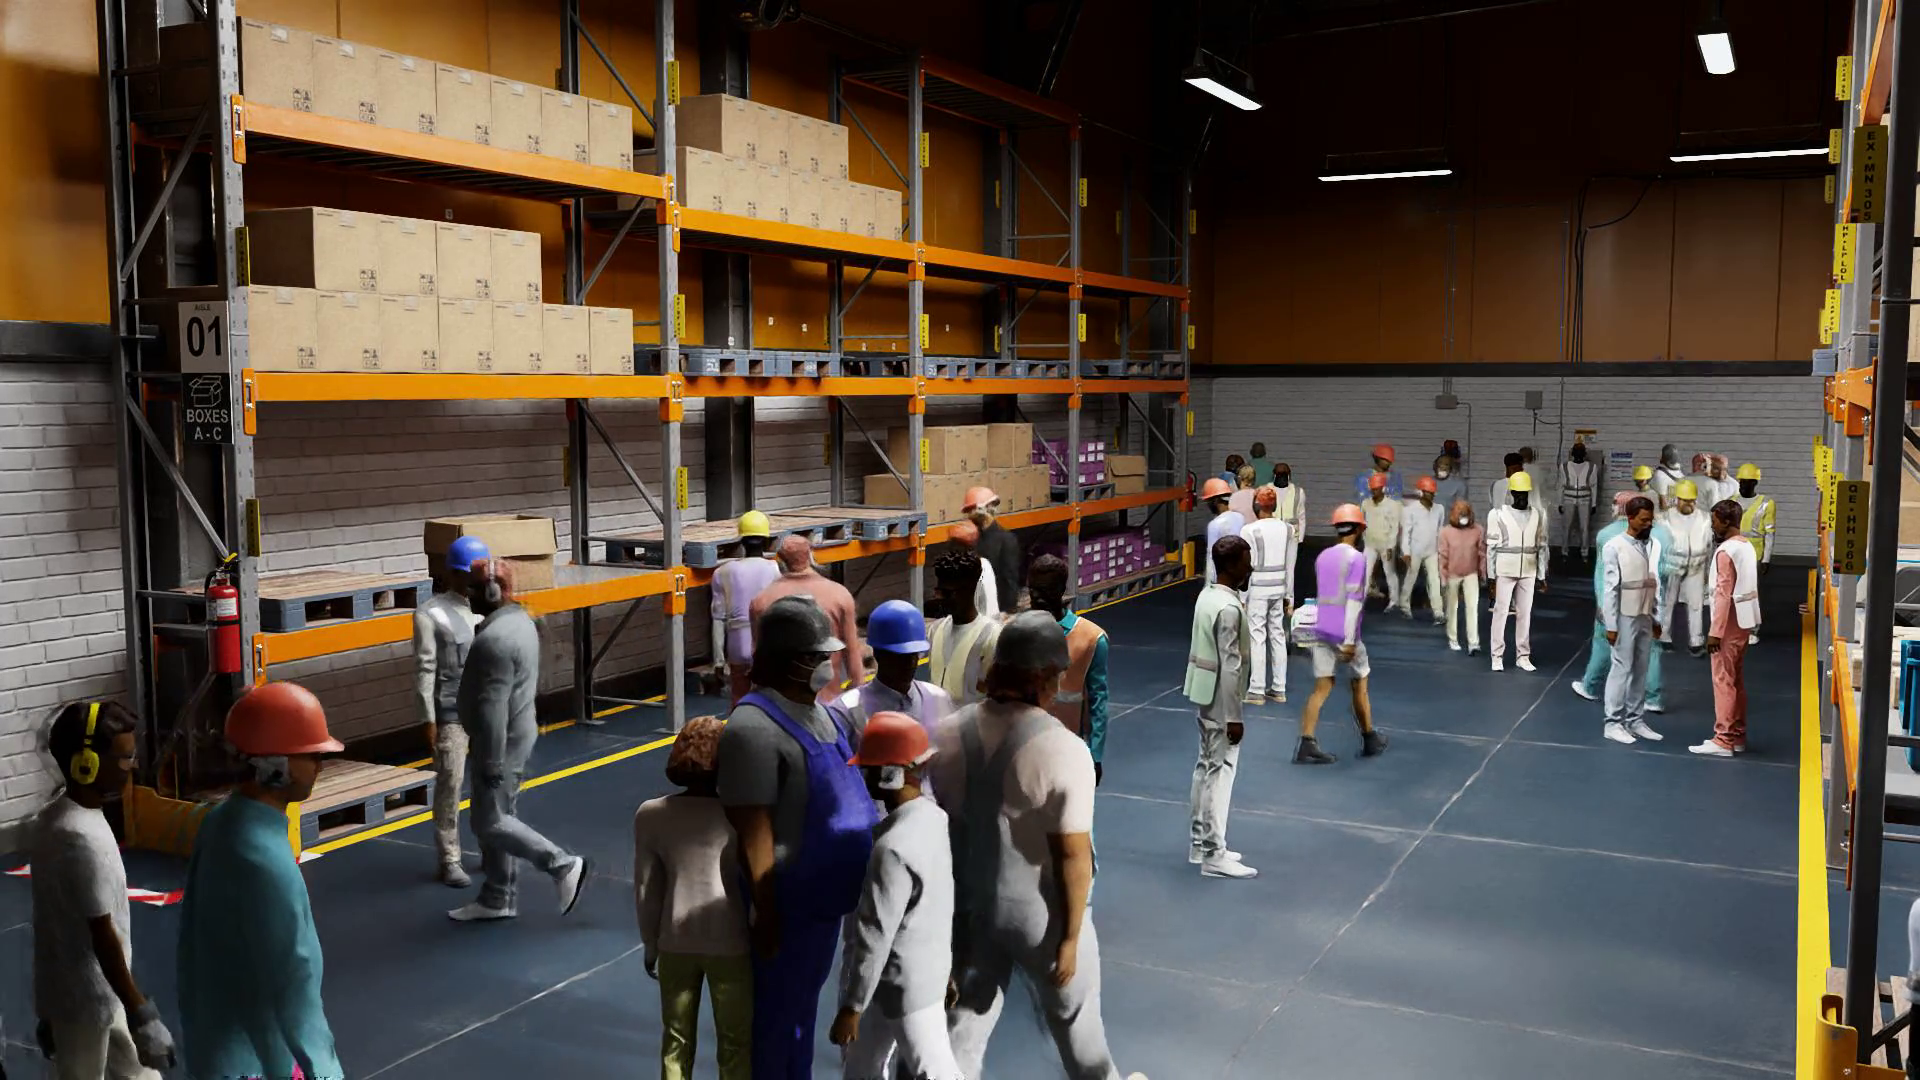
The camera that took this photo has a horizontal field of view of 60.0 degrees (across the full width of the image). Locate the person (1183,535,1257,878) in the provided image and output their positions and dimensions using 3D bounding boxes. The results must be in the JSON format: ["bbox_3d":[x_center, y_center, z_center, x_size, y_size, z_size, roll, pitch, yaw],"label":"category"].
[{"bbox_3d":[1.461,0.924,9.386,0.371,1.916,0.597,0,5,-5],"label":"person"}]

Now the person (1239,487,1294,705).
[{"bbox_3d":[2.628,0.478,14.365,0.585,1.882,0.340,-3,6,-31],"label":"person"}]

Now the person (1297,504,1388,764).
[{"bbox_3d":[2.817,0.682,12.194,0.933,1.875,0.563,-3,6,-27],"label":"person"}]

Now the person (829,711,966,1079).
[{"bbox_3d":[-0.166,1.405,5.392,0.902,1.712,0.563,1,5,7],"label":"person"}]

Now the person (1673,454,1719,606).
[{"bbox_3d":[9.229,-0.126,20.777,0.401,1.904,0.641,-3,6,-27],"label":"person"}]

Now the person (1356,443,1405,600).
[{"bbox_3d":[5.401,-0.229,21.256,0.605,2.019,0.533,-2,6,-21],"label":"person"}]

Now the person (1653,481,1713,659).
[{"bbox_3d":[7.314,0.299,16.785,0.610,1.785,0.915,1,5,7],"label":"person"}]

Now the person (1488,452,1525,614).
[{"bbox_3d":[6.611,-0.083,20.023,0.373,1.957,0.606,-2,6,-18],"label":"person"}]

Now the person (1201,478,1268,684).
[{"bbox_3d":[2.460,0.399,15.083,0.561,1.909,0.695,5,7,44],"label":"person"}]

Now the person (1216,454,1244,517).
[{"bbox_3d":[3.637,-0.223,22.165,0.429,1.839,0.623,-1,5,-14],"label":"person"}]

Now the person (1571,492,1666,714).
[{"bbox_3d":[5.666,0.518,14.209,0.690,1.841,0.997,-1,5,-10],"label":"person"}]

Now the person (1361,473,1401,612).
[{"bbox_3d":[5.010,0.051,19.953,0.905,1.693,0.569,-5,7,-43],"label":"person"}]

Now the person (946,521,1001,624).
[{"bbox_3d":[0.088,0.779,11.345,0.424,1.846,0.612,2,6,20],"label":"person"}]

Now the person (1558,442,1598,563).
[{"bbox_3d":[9.561,-0.574,25.761,0.574,1.876,0.355,2,6,20],"label":"person"}]

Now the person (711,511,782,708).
[{"bbox_3d":[-1.375,0.754,11.286,0.588,1.894,0.892,0,5,0],"label":"person"}]

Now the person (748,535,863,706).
[{"bbox_3d":[-0.916,0.912,9.822,0.682,1.868,0.740,0,5,-2],"label":"person"}]

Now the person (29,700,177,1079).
[{"bbox_3d":[-2.625,1.387,4.902,0.885,1.839,0.515,-3,6,-30],"label":"person"}]

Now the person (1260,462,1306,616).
[{"bbox_3d":[3.808,-0.007,19.818,0.627,1.844,0.429,0,5,4],"label":"person"}]

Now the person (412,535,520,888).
[{"bbox_3d":[-2.716,0.936,9.188,0.421,1.935,0.612,5,7,41],"label":"person"}]

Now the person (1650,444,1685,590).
[{"bbox_3d":[9.605,-0.346,22.398,0.535,2.000,0.845,5,7,41],"label":"person"}]

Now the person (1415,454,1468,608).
[{"bbox_3d":[5.864,-0.097,20.393,0.677,1.911,0.487,4,6,34],"label":"person"}]

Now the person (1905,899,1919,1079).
[{"bbox_3d":[2.828,1.487,4.503,0.529,1.697,0.321,1,5,14],"label":"person"}]

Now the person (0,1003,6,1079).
[{"bbox_3d":[-2.997,1.402,4.490,0.796,1.877,0.621,3,6,31],"label":"person"}]

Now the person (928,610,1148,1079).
[{"bbox_3d":[0.257,1.198,5.781,0.686,2.000,1.002,4,7,36],"label":"person"}]

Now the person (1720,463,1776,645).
[{"bbox_3d":[8.343,0.148,17.670,0.357,1.930,0.585,-4,7,-36],"label":"person"}]

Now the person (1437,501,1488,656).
[{"bbox_3d":[5.132,0.387,16.976,0.529,1.578,0.906,1,5,8],"label":"person"}]

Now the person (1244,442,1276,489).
[{"bbox_3d":[4.419,-0.515,24.880,0.668,1.908,0.648,0,5,3],"label":"person"}]

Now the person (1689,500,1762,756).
[{"bbox_3d":[5.741,0.652,12.404,0.414,1.906,0.597,4,7,38],"label":"person"}]

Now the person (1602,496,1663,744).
[{"bbox_3d":[5.185,0.608,12.853,0.599,1.909,0.401,-3,6,-31],"label":"person"}]

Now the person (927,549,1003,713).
[{"bbox_3d":[0.028,1.014,8.239,0.377,1.958,0.599,-4,7,-39],"label":"person"}]

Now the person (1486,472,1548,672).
[{"bbox_3d":[5.355,0.305,15.988,0.585,1.928,0.370,0,5,-2],"label":"person"}]

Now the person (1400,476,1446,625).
[{"bbox_3d":[5.359,0.115,19.222,0.580,1.708,0.920,-1,5,-13],"label":"person"}]

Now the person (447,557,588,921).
[{"bbox_3d":[-2.275,1.024,8.440,0.640,1.890,0.660,-1,5,-6],"label":"person"}]

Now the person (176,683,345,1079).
[{"bbox_3d":[-1.758,1.355,4.509,0.914,1.954,0.661,-3,6,-30],"label":"person"}]

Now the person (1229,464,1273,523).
[{"bbox_3d":[2.978,0.176,17.347,0.637,1.936,0.359,-3,6,-28],"label":"person"}]

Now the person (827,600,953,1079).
[{"bbox_3d":[-0.252,1.191,6.348,0.615,1.946,0.391,-4,7,-40],"label":"person"}]

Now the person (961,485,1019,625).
[{"bbox_3d":[0.308,0.540,13.356,0.681,1.966,0.725,-5,7,-41],"label":"person"}]

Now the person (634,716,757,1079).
[{"bbox_3d":[-0.861,1.409,5.677,0.498,1.633,0.282,1,5,13],"label":"person"}]

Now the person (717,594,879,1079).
[{"bbox_3d":[-0.537,1.197,5.800,0.535,2.000,0.674,1,5,13],"label":"person"}]

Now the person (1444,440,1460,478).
[{"bbox_3d":[7.850,-0.668,26.702,0.344,1.882,0.585,1,5,7],"label":"person"}]

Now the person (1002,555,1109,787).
[{"bbox_3d":[0.445,1.026,8.281,0.596,1.918,0.381,3,6,26],"label":"person"}]
